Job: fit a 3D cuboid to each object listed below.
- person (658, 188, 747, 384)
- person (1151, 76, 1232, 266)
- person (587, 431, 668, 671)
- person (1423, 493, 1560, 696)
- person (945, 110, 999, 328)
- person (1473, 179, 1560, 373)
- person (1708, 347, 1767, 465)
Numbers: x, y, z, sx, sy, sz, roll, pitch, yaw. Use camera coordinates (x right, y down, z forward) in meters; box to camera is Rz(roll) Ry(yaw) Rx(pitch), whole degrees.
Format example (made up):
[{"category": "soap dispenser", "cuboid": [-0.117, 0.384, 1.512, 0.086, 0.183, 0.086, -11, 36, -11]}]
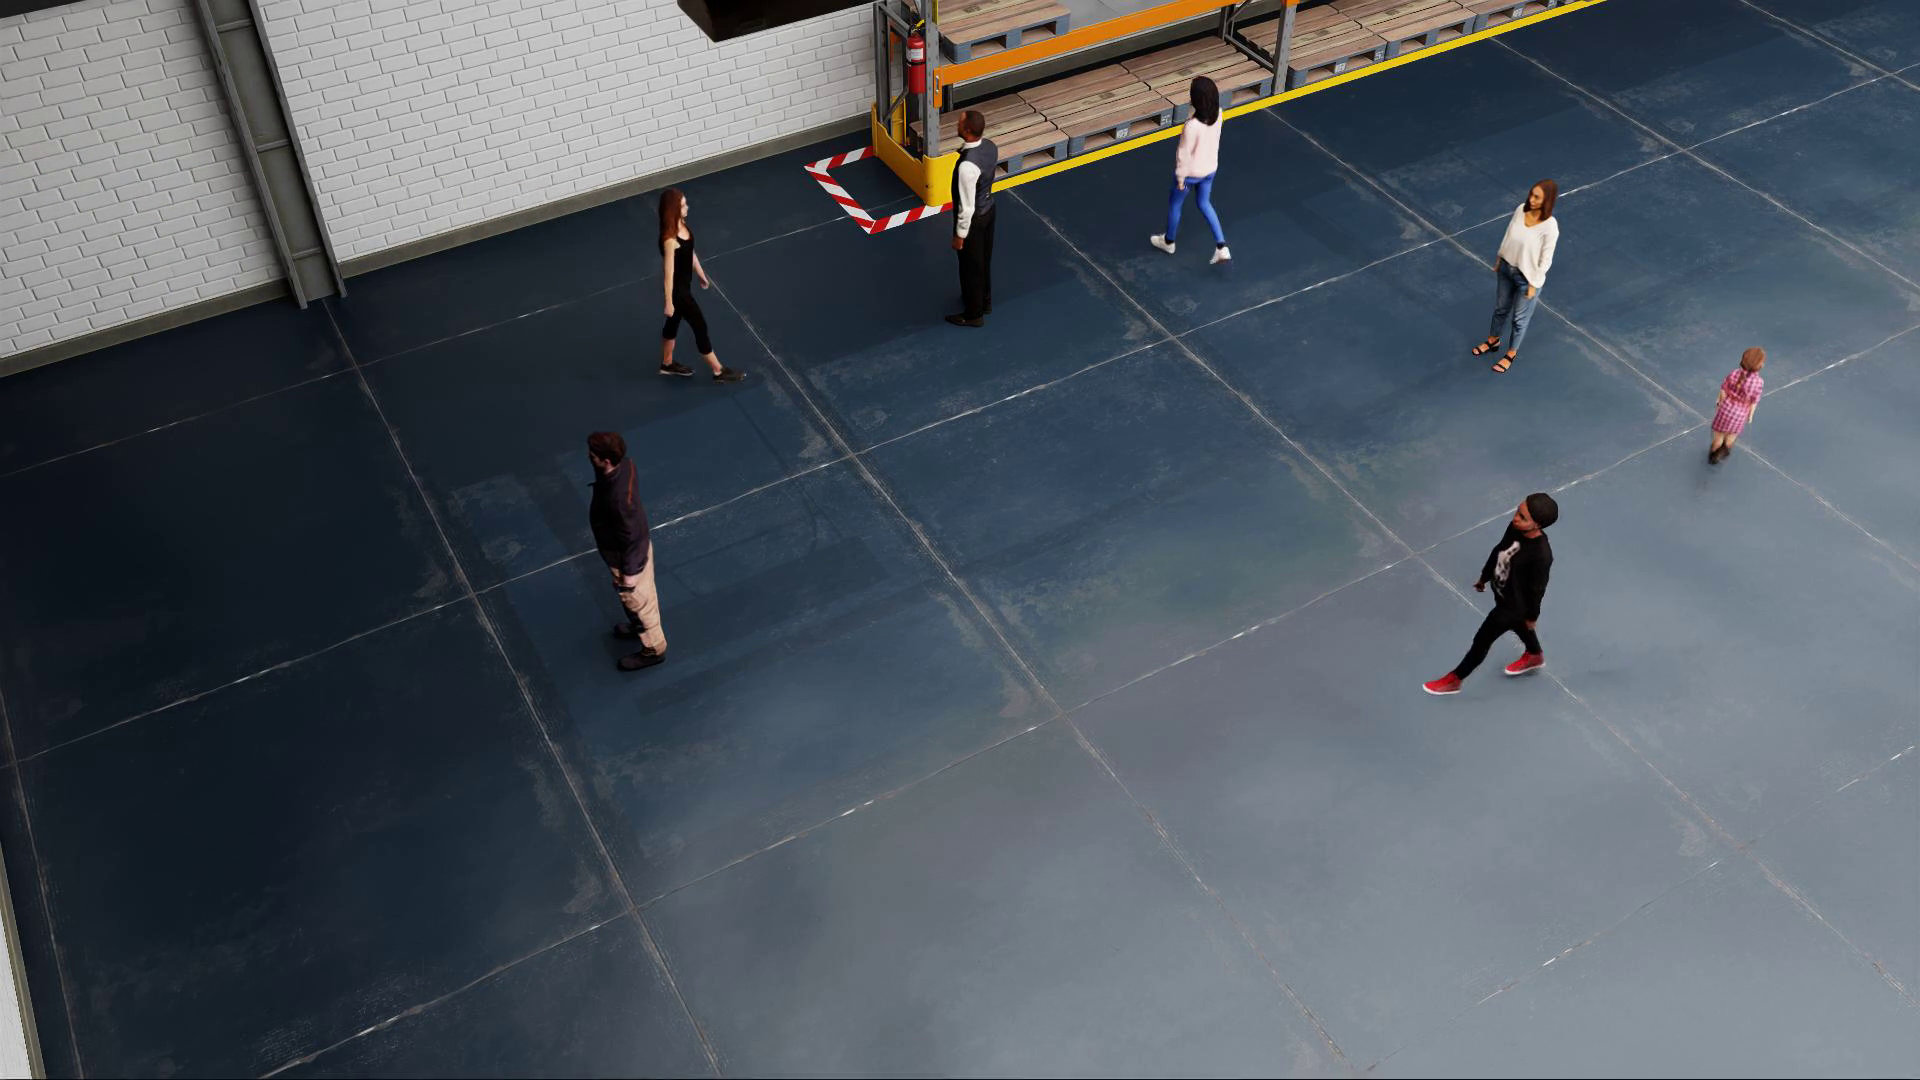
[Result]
[{"category": "person", "cuboid": [-2.264, -1.951, 12.881, 1.049, 1.703, 0.901, 2, 44, 2]}, {"category": "person", "cuboid": [2.057, -3.078, 14.033, 1.017, 1.746, 0.796, -28, 50, -26]}, {"category": "person", "cuboid": [-2.118, 0.057, 10.613, 0.746, 1.925, 0.776, -6, 44, -6]}, {"category": "person", "cuboid": [3.571, 0.343, 10.526, 1.183, 1.631, 0.878, -7, 44, -7]}, {"category": "person", "cuboid": [0.116, -2.588, 13.393, 0.838, 1.919, 0.743, 16, 46, 16]}, {"category": "person", "cuboid": [4.409, -2.095, 13.048, 0.535, 1.683, 0.614, -20, 47, -20]}, {"category": "person", "cuboid": [5.747, -0.972, 12.352, 0.515, 1.016, 0.557, 22, 48, 22]}]
